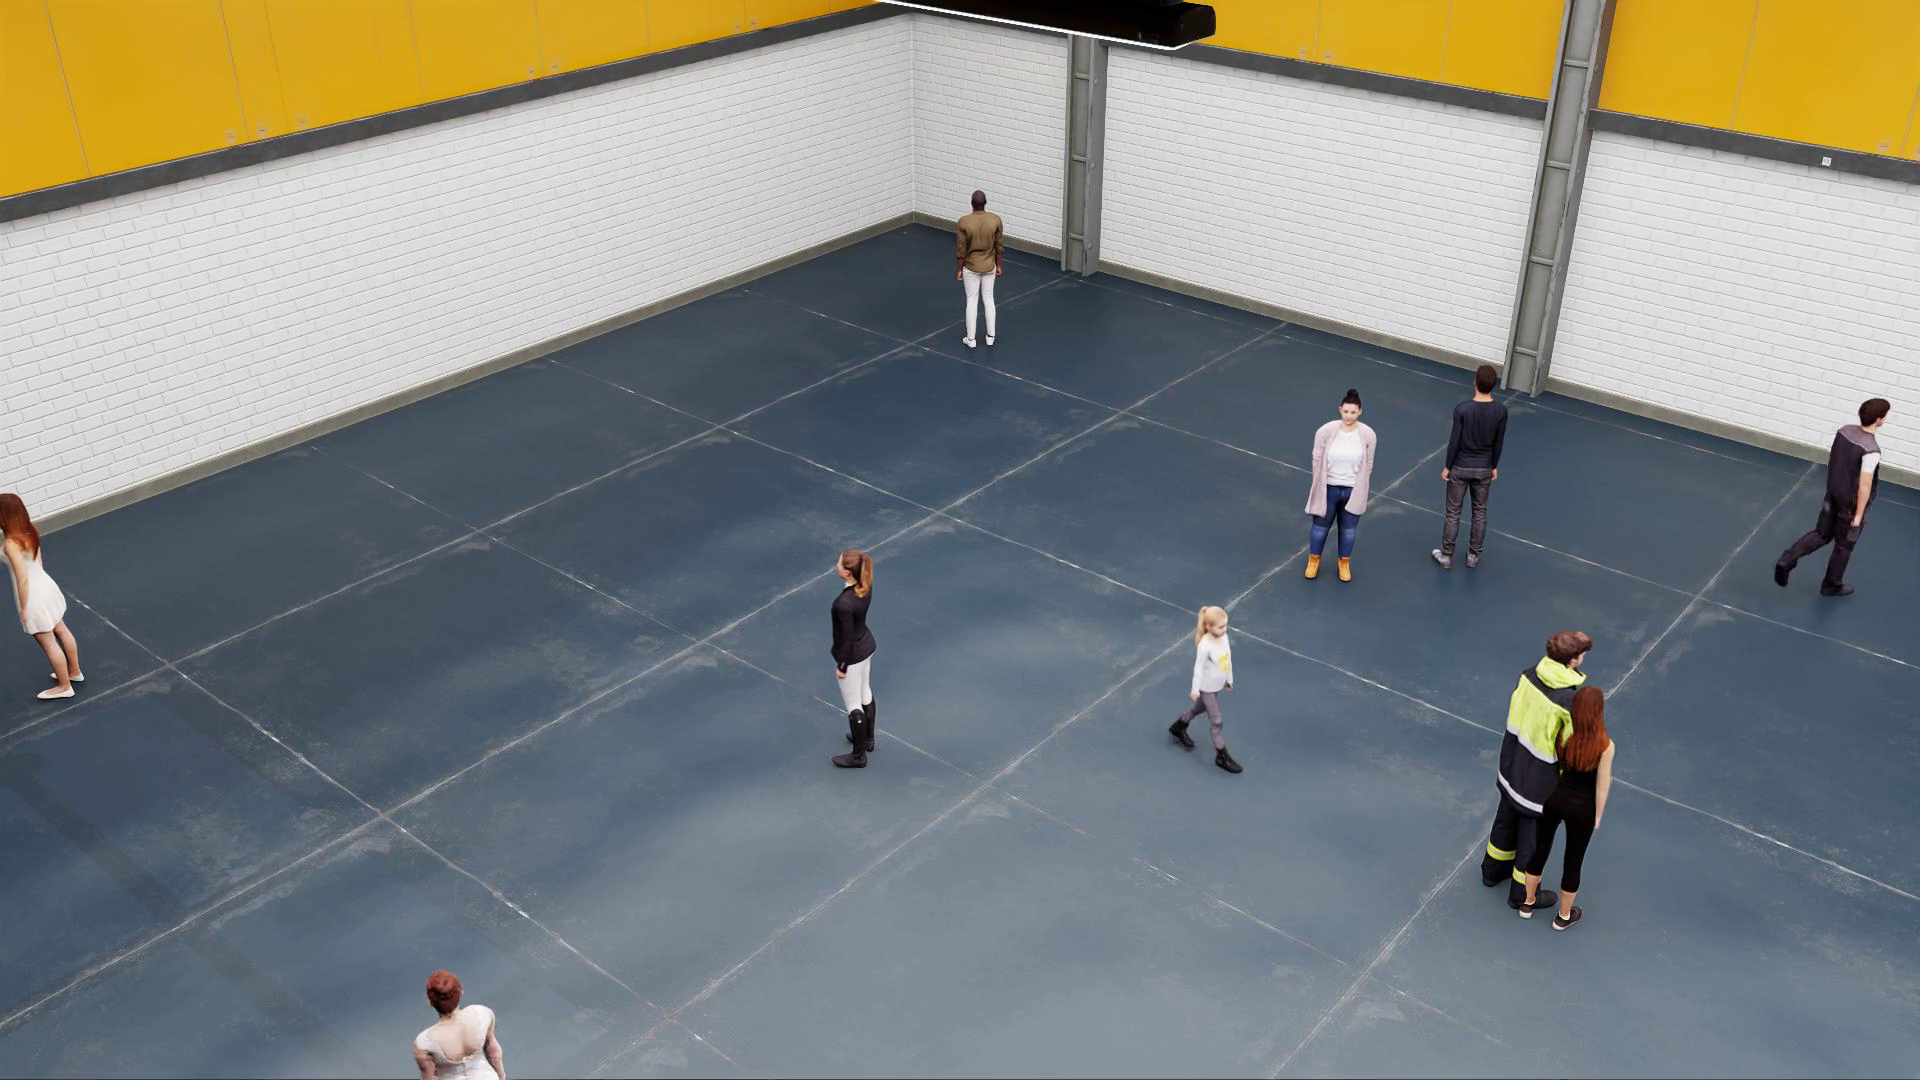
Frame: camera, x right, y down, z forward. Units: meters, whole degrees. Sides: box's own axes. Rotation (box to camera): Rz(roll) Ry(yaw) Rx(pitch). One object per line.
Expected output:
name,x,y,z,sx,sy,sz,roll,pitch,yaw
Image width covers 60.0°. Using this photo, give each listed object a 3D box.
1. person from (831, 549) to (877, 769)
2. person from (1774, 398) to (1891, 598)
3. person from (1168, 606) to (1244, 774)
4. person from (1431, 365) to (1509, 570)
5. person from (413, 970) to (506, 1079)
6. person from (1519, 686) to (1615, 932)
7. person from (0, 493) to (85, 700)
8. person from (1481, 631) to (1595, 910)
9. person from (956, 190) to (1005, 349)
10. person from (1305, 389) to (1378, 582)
person,-0.754,0.832,11.803,0.660,1.729,0.647,9,30,15
person,7.281,-0.331,13.825,1.052,1.835,1.031,-5,29,-9
person,1.742,1.021,11.955,0.877,1.252,0.496,22,36,35
person,4.406,-0.618,14.313,0.696,1.871,0.769,-1,29,-1
person,-2.357,2.830,8.098,0.765,1.770,1.111,-18,33,-30
person,3.760,1.647,10.312,0.451,1.726,0.621,21,35,33
person,-6.991,0.409,12.596,0.704,1.712,0.645,-2,29,-4
person,3.645,1.417,10.468,0.930,1.980,0.784,-11,31,-19
person,0.224,-3.083,18.880,0.801,1.825,0.811,-7,29,-13
person,3.242,-0.474,14.182,0.748,1.743,0.855,4,29,8
